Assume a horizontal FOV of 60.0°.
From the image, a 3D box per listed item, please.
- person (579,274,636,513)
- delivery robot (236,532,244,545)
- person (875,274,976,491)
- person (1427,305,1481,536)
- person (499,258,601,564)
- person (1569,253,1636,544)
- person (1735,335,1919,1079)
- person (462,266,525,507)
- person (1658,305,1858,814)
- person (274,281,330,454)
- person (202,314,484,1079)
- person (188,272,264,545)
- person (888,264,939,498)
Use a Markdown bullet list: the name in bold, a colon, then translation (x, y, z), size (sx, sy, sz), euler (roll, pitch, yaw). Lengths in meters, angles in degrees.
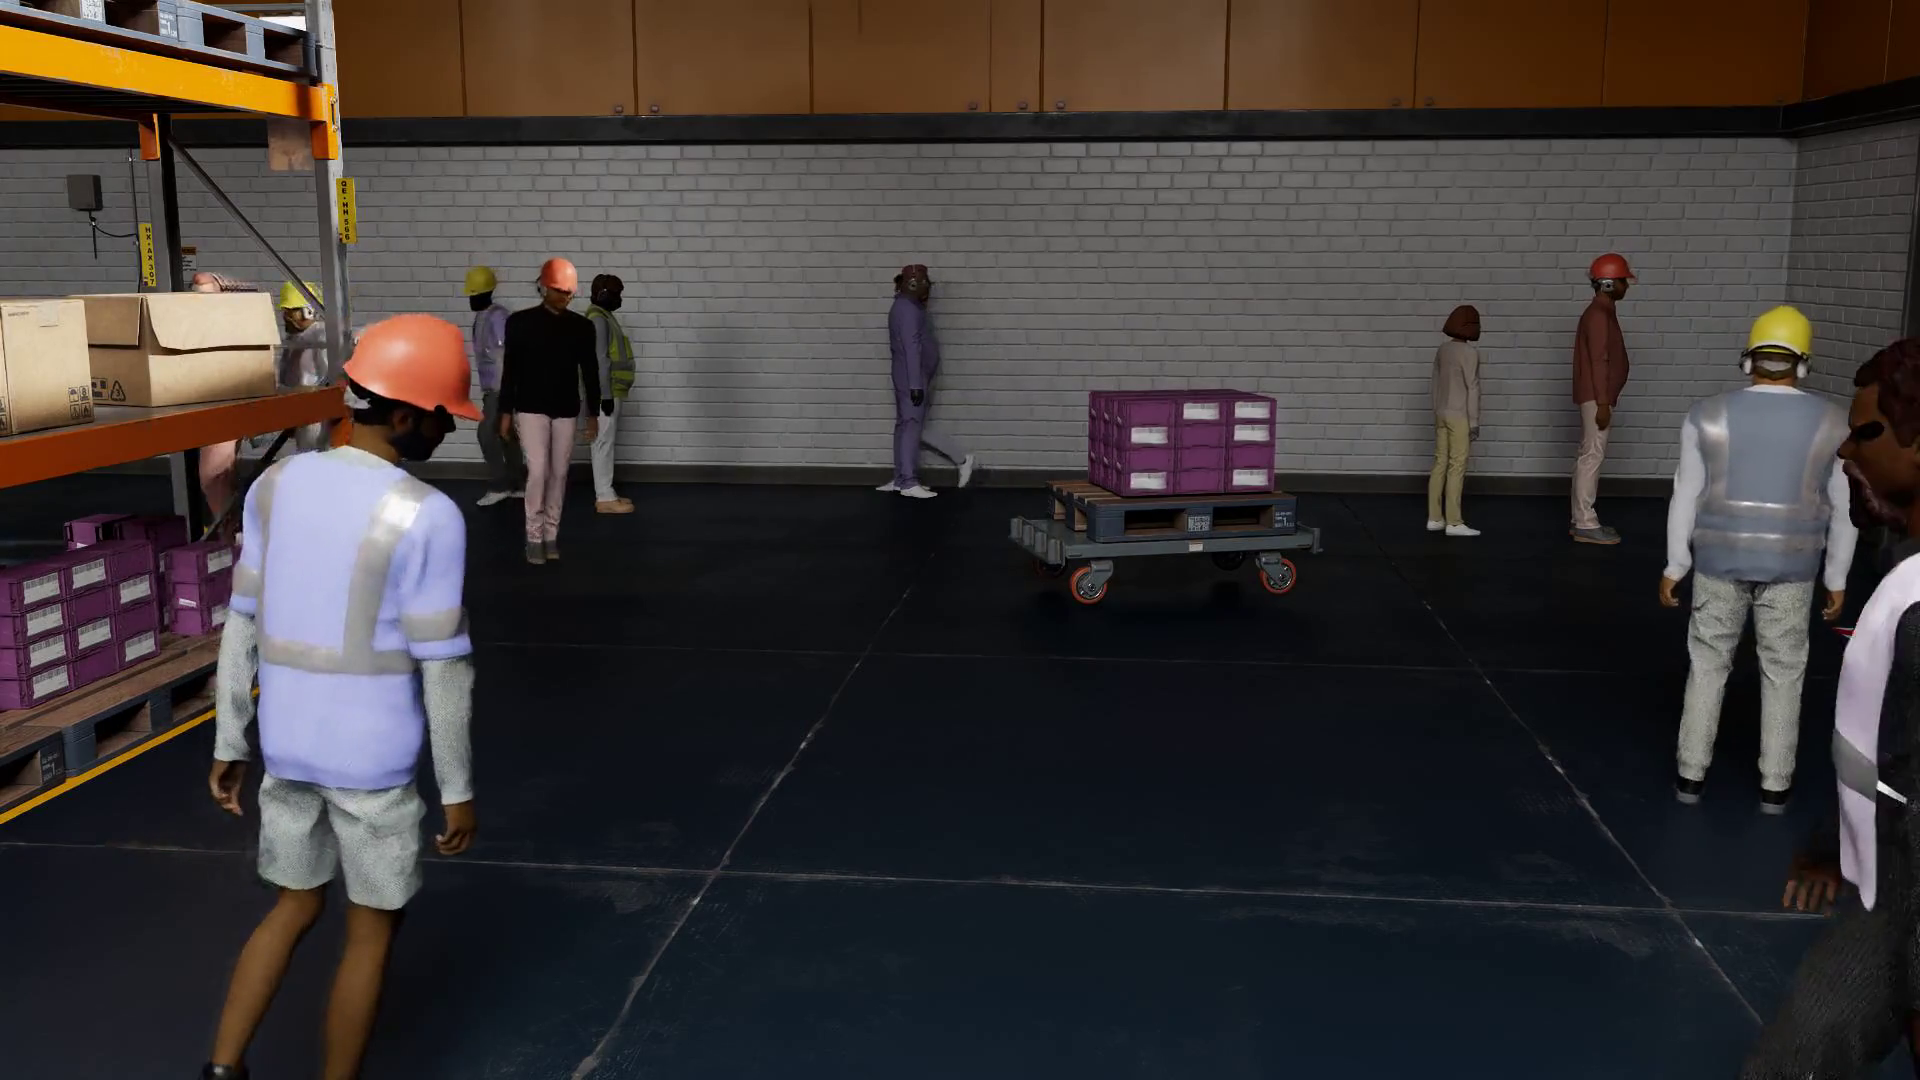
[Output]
- **person**: translation (-2.723, -1.131, 12.878), size (0.429, 1.838, 0.622), euler (-2, 10, -12)
- **delivery robot**: translation (-3.776, 0.034, 9.598), size (0.707, 0.478, 0.477), euler (-9, 13, -42)
- **person**: translation (-0.291, -1.302, 13.872), size (0.770, 1.847, 0.530), euler (-1, 10, -5)
- **person**: translation (3.535, -0.850, 11.844), size (0.271, 1.632, 0.503), euler (-3, 10, -15)
- **person**: translation (-2.614, -0.820, 10.722), size (0.636, 1.959, 0.655), euler (-6, 12, -31)
- **person**: translation (4.443, -0.980, 11.546), size (0.376, 1.997, 0.612), euler (3, 10, 17)
- **person**: translation (1.520, 0.600, 2.843), size (0.931, 1.882, 0.608), euler (8, 13, 39)
- **person**: translation (-3.690, -1.206, 13.139), size (0.530, 1.887, 0.689), euler (-5, 11, -26)
- **person**: translation (2.863, 0.078, 5.980), size (0.619, 1.829, 0.404), euler (4, 11, 23)
- **person**: translation (-4.449, -0.861, 11.391), size (0.423, 1.813, 0.604), euler (-9, 13, -42)
- **person**: translation (-1.343, 0.469, 3.570), size (0.607, 1.887, 0.687), euler (4, 11, 24)
- **person**: translation (-4.832, -0.775, 10.722), size (0.704, 1.876, 0.583), euler (7, 12, 33)
- **person**: translation (-0.374, -1.303, 13.660), size (0.407, 1.905, 0.655), euler (-2, 10, -9)
